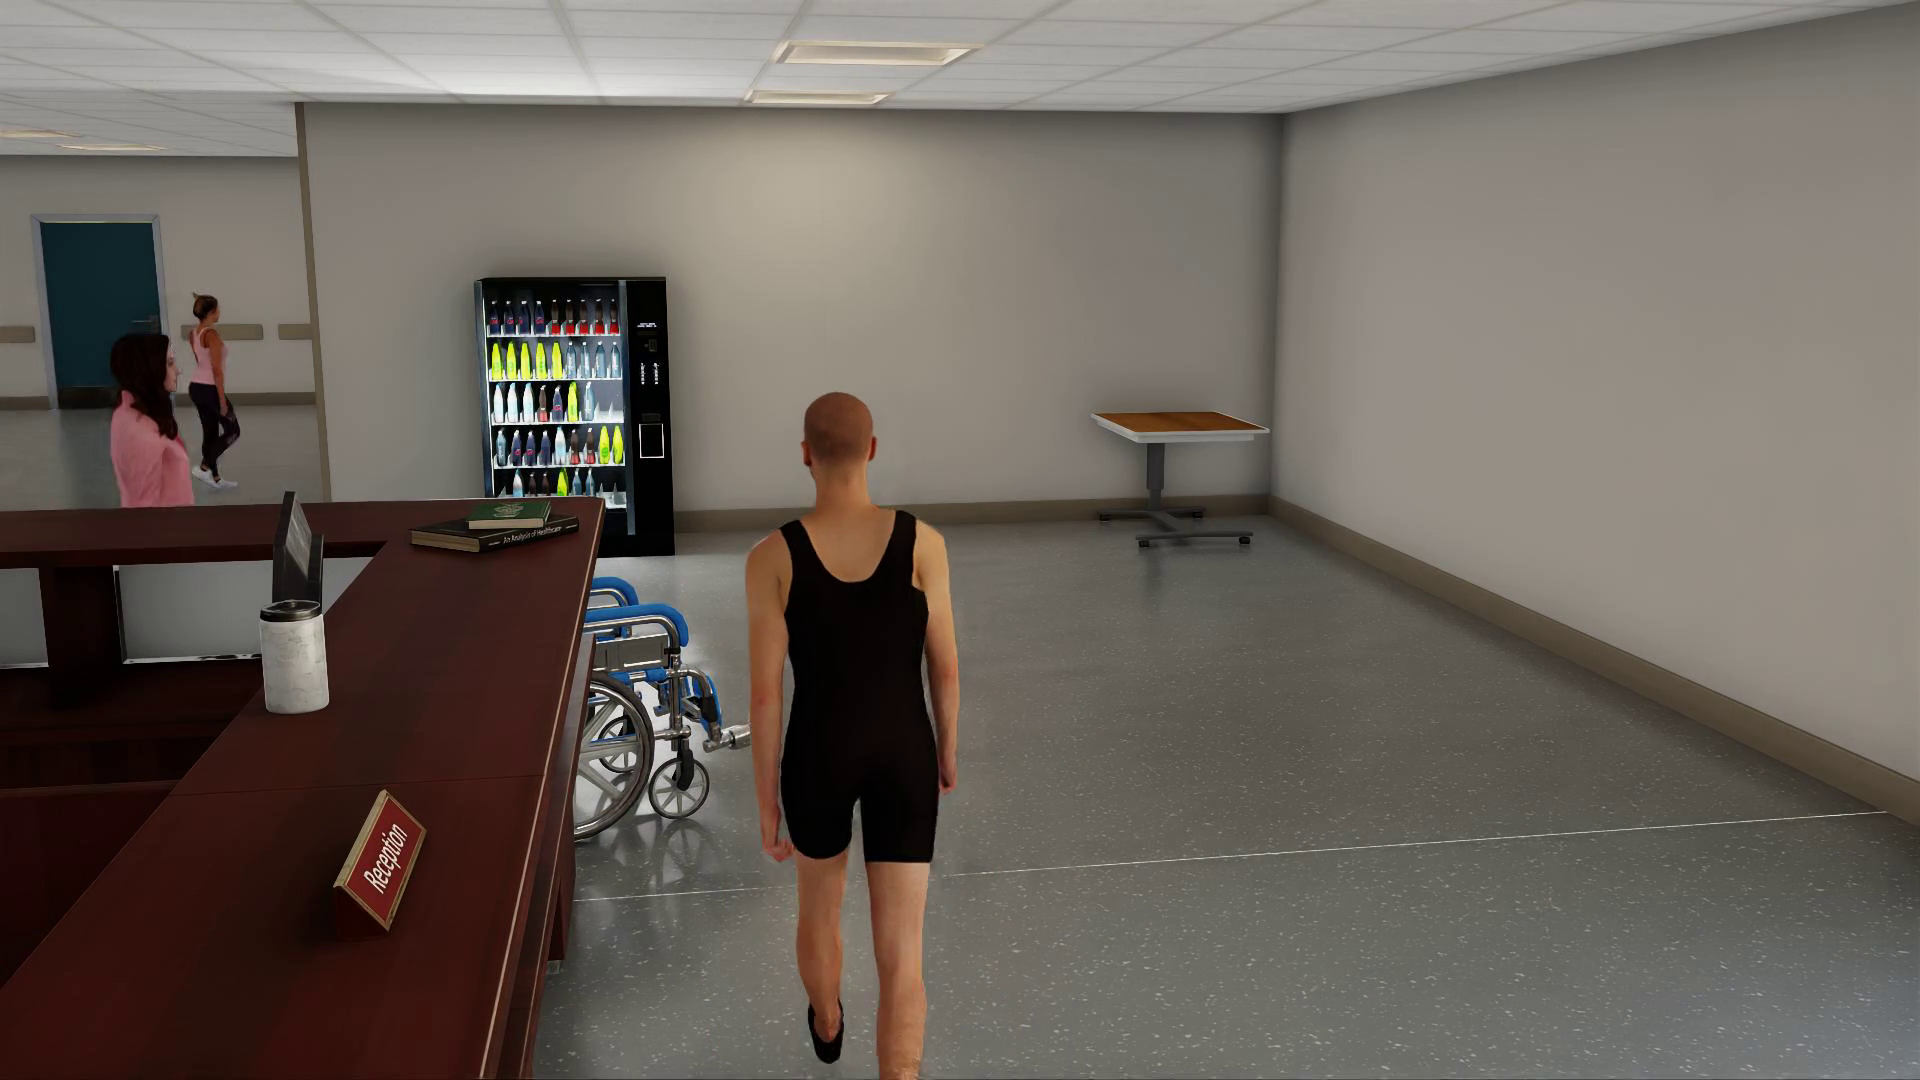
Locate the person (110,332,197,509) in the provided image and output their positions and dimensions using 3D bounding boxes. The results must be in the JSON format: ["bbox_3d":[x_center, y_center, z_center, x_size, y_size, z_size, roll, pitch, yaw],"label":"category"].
[{"bbox_3d":[-3.116,0.139,6.265,1.202,1.764,0.930,-8,13,-35],"label":"person"}]

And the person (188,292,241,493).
[{"bbox_3d":[-6.221,-1.194,13.620,0.754,1.641,0.814,8,14,37],"label":"person"}]

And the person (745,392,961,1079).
[{"bbox_3d":[-0.215,0.596,3.844,1.126,1.768,0.780,-1,11,-6],"label":"person"}]
